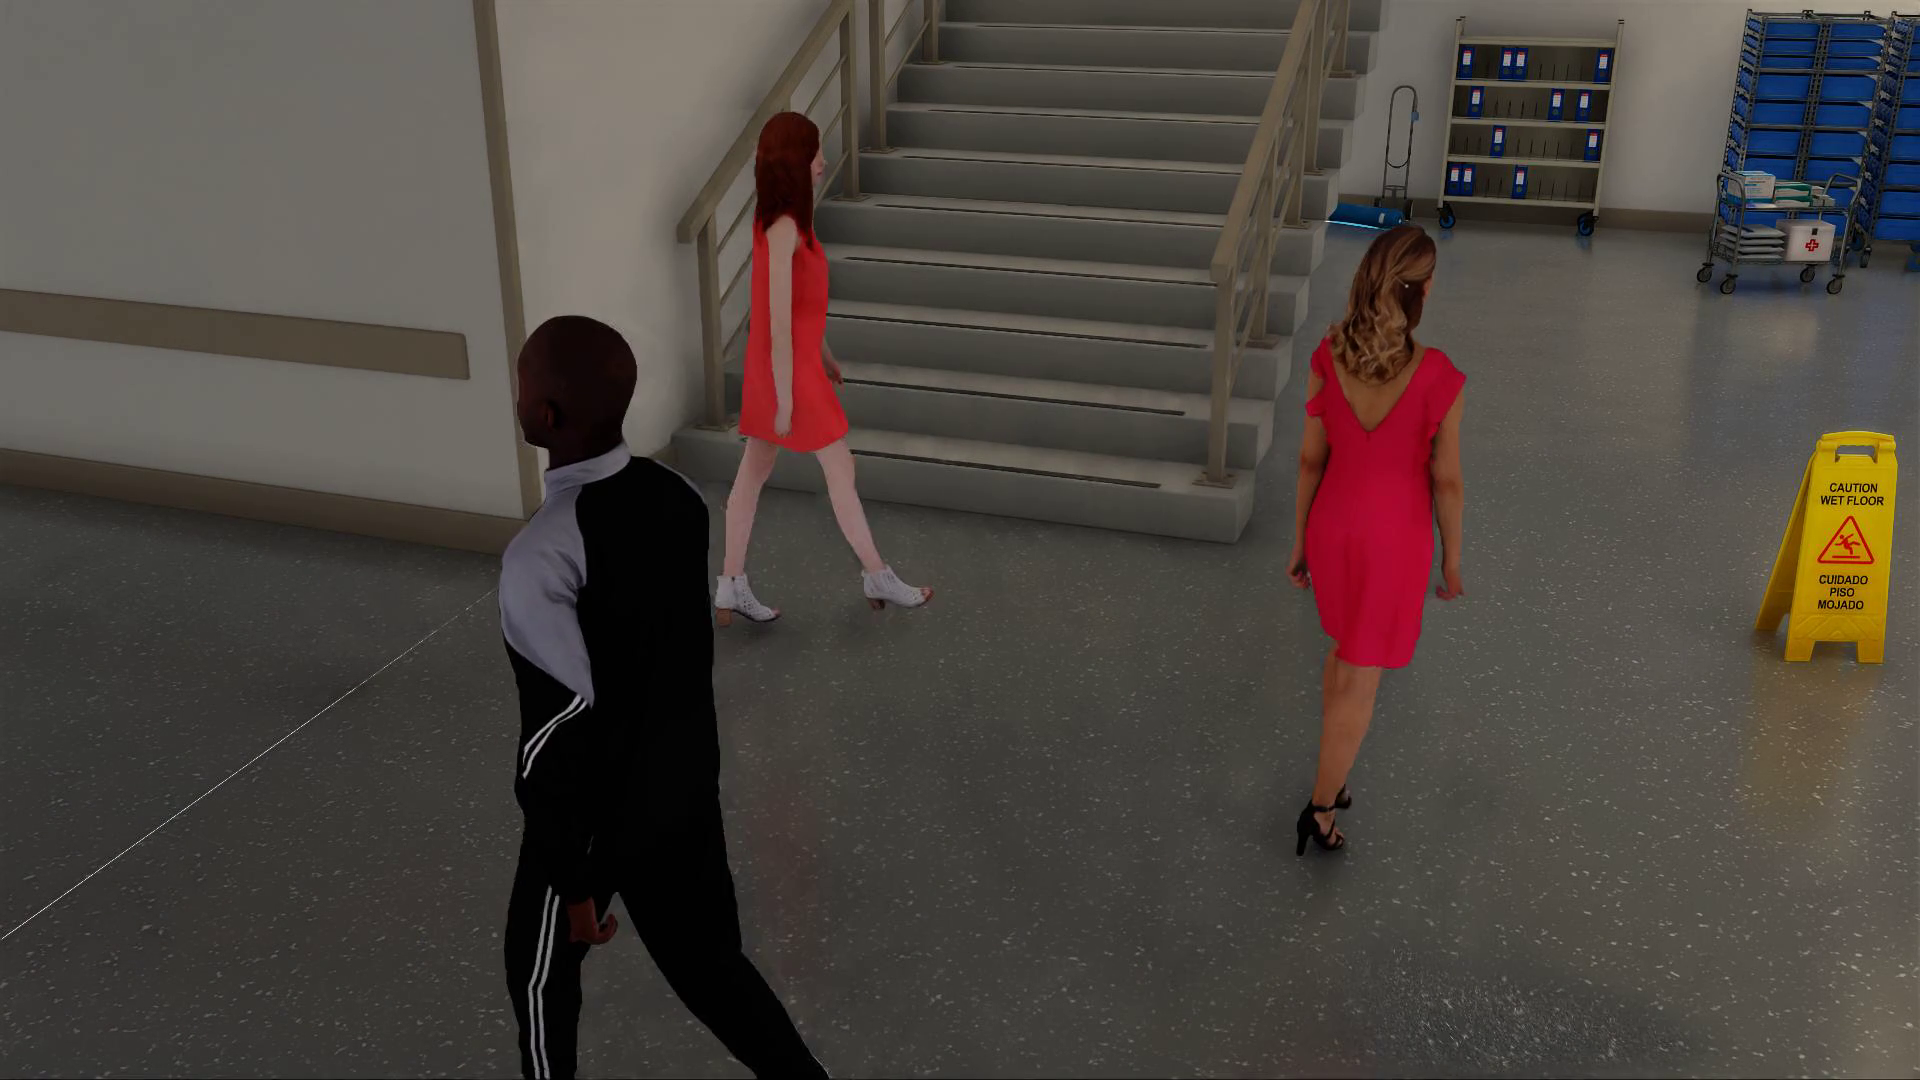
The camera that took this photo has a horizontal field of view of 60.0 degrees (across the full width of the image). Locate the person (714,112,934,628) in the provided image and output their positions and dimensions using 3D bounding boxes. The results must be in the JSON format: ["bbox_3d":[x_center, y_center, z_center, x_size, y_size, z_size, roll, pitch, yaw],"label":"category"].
[{"bbox_3d":[-0.691,-0.518,5.707,1.032,1.794,1.050,-6,21,-15],"label":"person"}]

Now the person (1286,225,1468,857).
[{"bbox_3d":[1.007,0.060,4.293,0.681,1.714,0.727,17,27,38],"label":"person"}]

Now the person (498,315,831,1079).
[{"bbox_3d":[-0.532,0.490,3.022,0.914,1.809,1.167,14,25,32],"label":"person"}]
